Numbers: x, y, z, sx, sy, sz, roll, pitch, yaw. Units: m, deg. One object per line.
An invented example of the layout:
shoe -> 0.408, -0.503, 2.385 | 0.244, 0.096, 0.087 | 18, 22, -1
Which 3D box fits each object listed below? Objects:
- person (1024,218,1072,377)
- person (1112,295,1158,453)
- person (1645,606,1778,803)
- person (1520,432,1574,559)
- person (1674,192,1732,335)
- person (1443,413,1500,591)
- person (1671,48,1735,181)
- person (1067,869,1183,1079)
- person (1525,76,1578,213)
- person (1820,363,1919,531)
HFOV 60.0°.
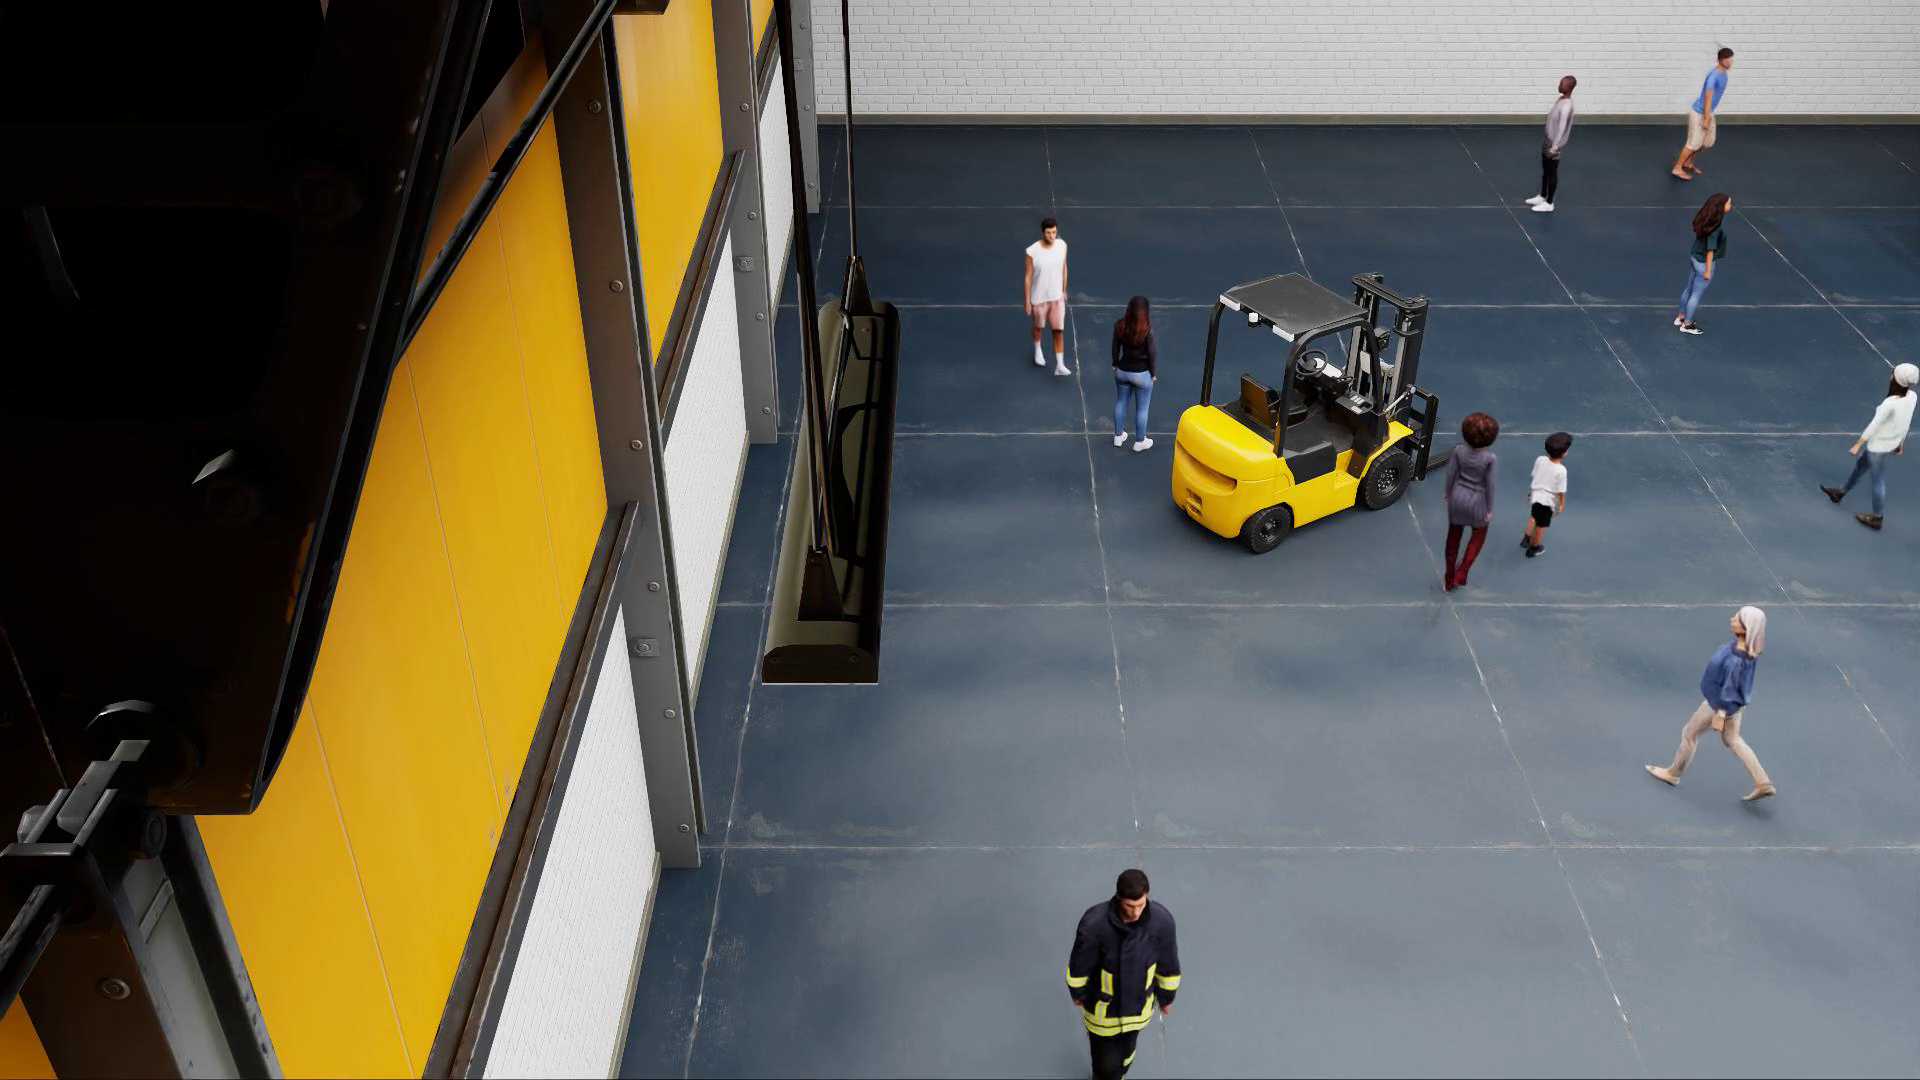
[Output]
person -> 0.902, -2.652, 17.805 | 0.832, 1.750, 1.097 | -8, 34, -12
person -> 1.721, -1.653, 16.404 | 0.727, 1.638, 0.744 | 20, 39, 27
person -> 5.635, 1.234, 12.038 | 1.128, 1.664, 1.120 | 25, 41, 33
person -> 5.183, -0.381, 14.840 | 0.631, 1.251, 0.550 | -21, 39, -29
person -> 8.318, -3.115, 18.622 | 0.665, 1.617, 0.538 | 2, 34, 3
person -> 4.335, -0.276, 14.275 | 0.716, 1.700, 0.750 | 22, 40, 30
person -> 9.979, -5.763, 22.417 | 0.909, 1.826, 0.845 | 18, 38, 25
person -> 0.930, 2.564, 9.812 | 0.863, 1.912, 0.793 | -6, 34, -8
person -> 7.715, -5.135, 21.521 | 0.681, 1.773, 0.491 | 2, 34, 3
person -> 8.493, -0.830, 15.178 | 0.891, 1.624, 1.043 | -18, 38, -25
